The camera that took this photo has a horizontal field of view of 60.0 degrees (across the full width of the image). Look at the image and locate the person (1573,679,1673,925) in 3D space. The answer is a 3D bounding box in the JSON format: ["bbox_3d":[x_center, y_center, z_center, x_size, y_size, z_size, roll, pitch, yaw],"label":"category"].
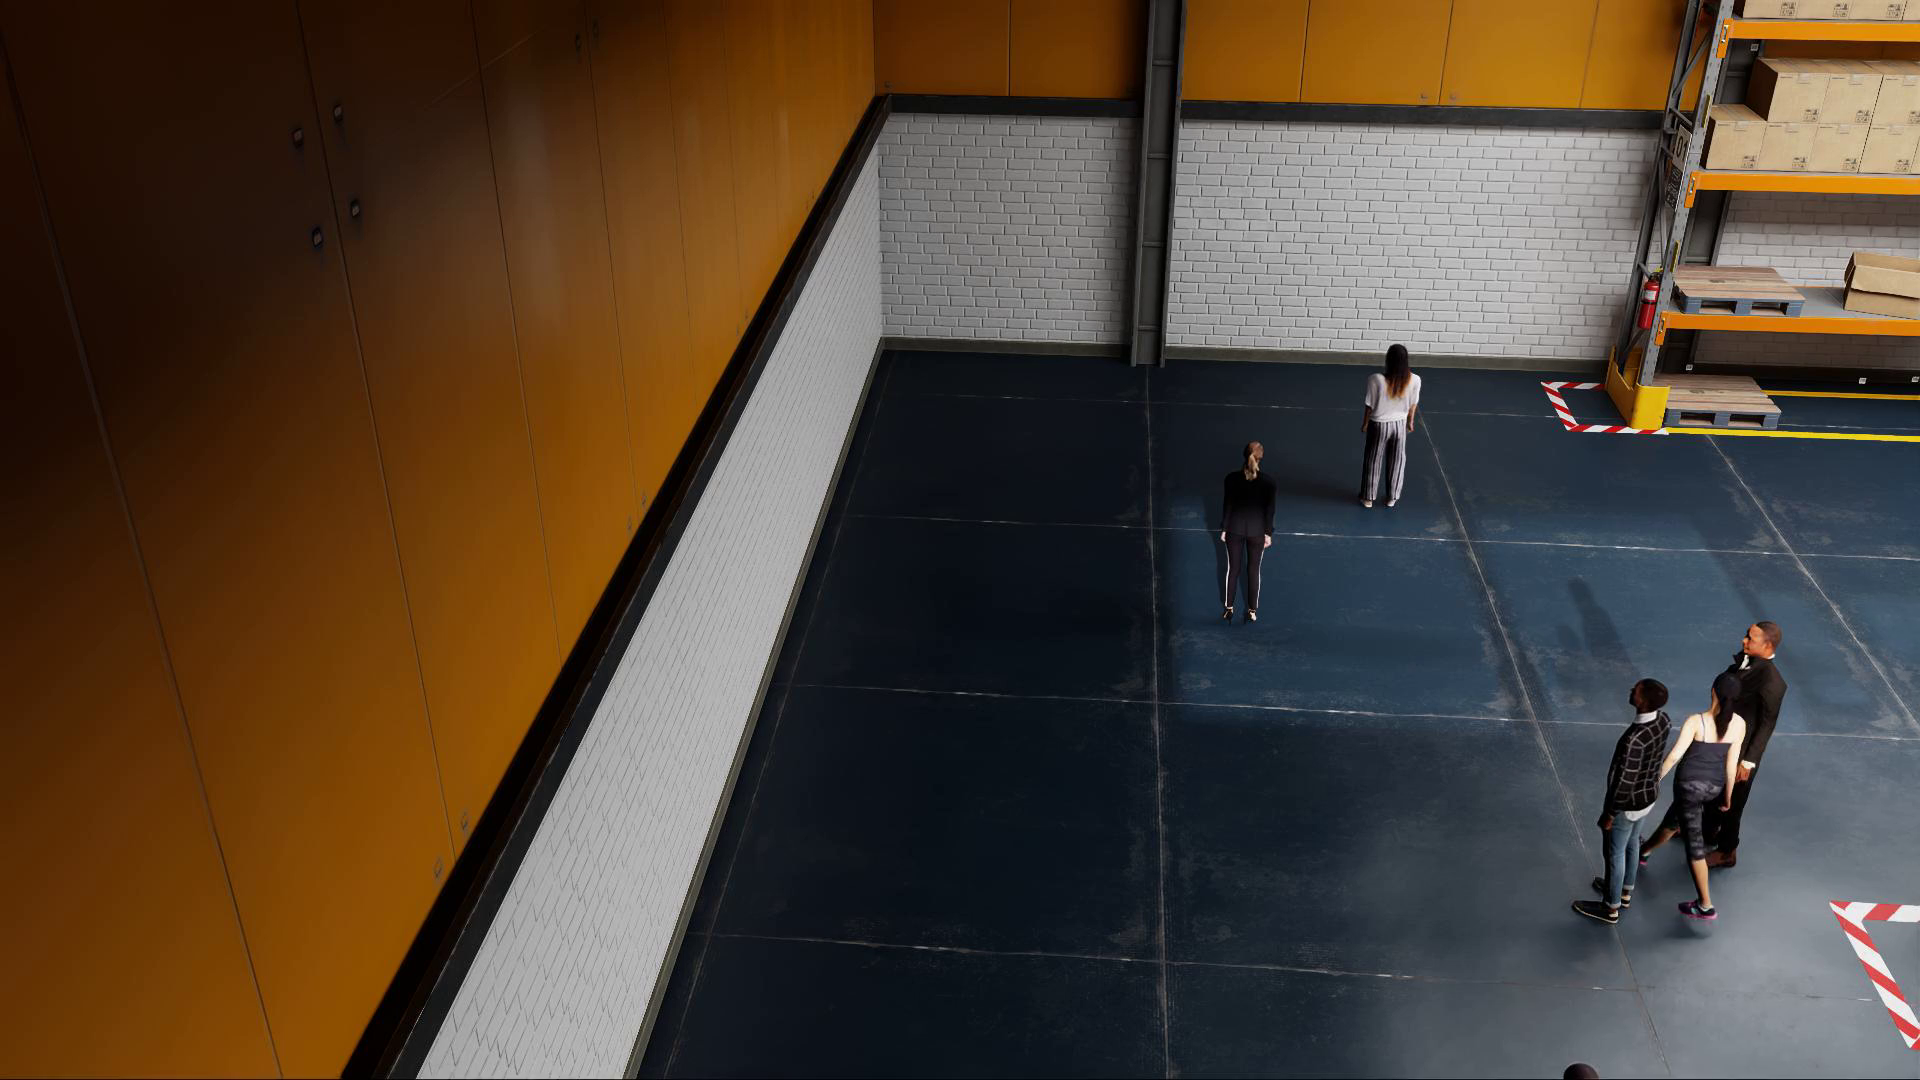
[{"bbox_3d":[4.376,1.693,10.837,0.739,1.820,0.783,-25,37,-37],"label":"person"}]

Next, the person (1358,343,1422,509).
[{"bbox_3d":[4.148,-1.115,16.134,0.566,1.677,0.754,0,29,0],"label":"person"}]

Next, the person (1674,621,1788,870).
[{"bbox_3d":[5.295,1.377,11.329,0.609,1.904,0.711,1,29,1],"label":"person"}]

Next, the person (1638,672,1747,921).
[{"bbox_3d":[4.898,1.717,10.951,1.129,1.670,0.897,-5,29,-9],"label":"person"}]

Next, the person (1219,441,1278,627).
[{"bbox_3d":[2.429,-0.048,14.149,0.495,1.705,0.696,5,29,10],"label":"person"}]
